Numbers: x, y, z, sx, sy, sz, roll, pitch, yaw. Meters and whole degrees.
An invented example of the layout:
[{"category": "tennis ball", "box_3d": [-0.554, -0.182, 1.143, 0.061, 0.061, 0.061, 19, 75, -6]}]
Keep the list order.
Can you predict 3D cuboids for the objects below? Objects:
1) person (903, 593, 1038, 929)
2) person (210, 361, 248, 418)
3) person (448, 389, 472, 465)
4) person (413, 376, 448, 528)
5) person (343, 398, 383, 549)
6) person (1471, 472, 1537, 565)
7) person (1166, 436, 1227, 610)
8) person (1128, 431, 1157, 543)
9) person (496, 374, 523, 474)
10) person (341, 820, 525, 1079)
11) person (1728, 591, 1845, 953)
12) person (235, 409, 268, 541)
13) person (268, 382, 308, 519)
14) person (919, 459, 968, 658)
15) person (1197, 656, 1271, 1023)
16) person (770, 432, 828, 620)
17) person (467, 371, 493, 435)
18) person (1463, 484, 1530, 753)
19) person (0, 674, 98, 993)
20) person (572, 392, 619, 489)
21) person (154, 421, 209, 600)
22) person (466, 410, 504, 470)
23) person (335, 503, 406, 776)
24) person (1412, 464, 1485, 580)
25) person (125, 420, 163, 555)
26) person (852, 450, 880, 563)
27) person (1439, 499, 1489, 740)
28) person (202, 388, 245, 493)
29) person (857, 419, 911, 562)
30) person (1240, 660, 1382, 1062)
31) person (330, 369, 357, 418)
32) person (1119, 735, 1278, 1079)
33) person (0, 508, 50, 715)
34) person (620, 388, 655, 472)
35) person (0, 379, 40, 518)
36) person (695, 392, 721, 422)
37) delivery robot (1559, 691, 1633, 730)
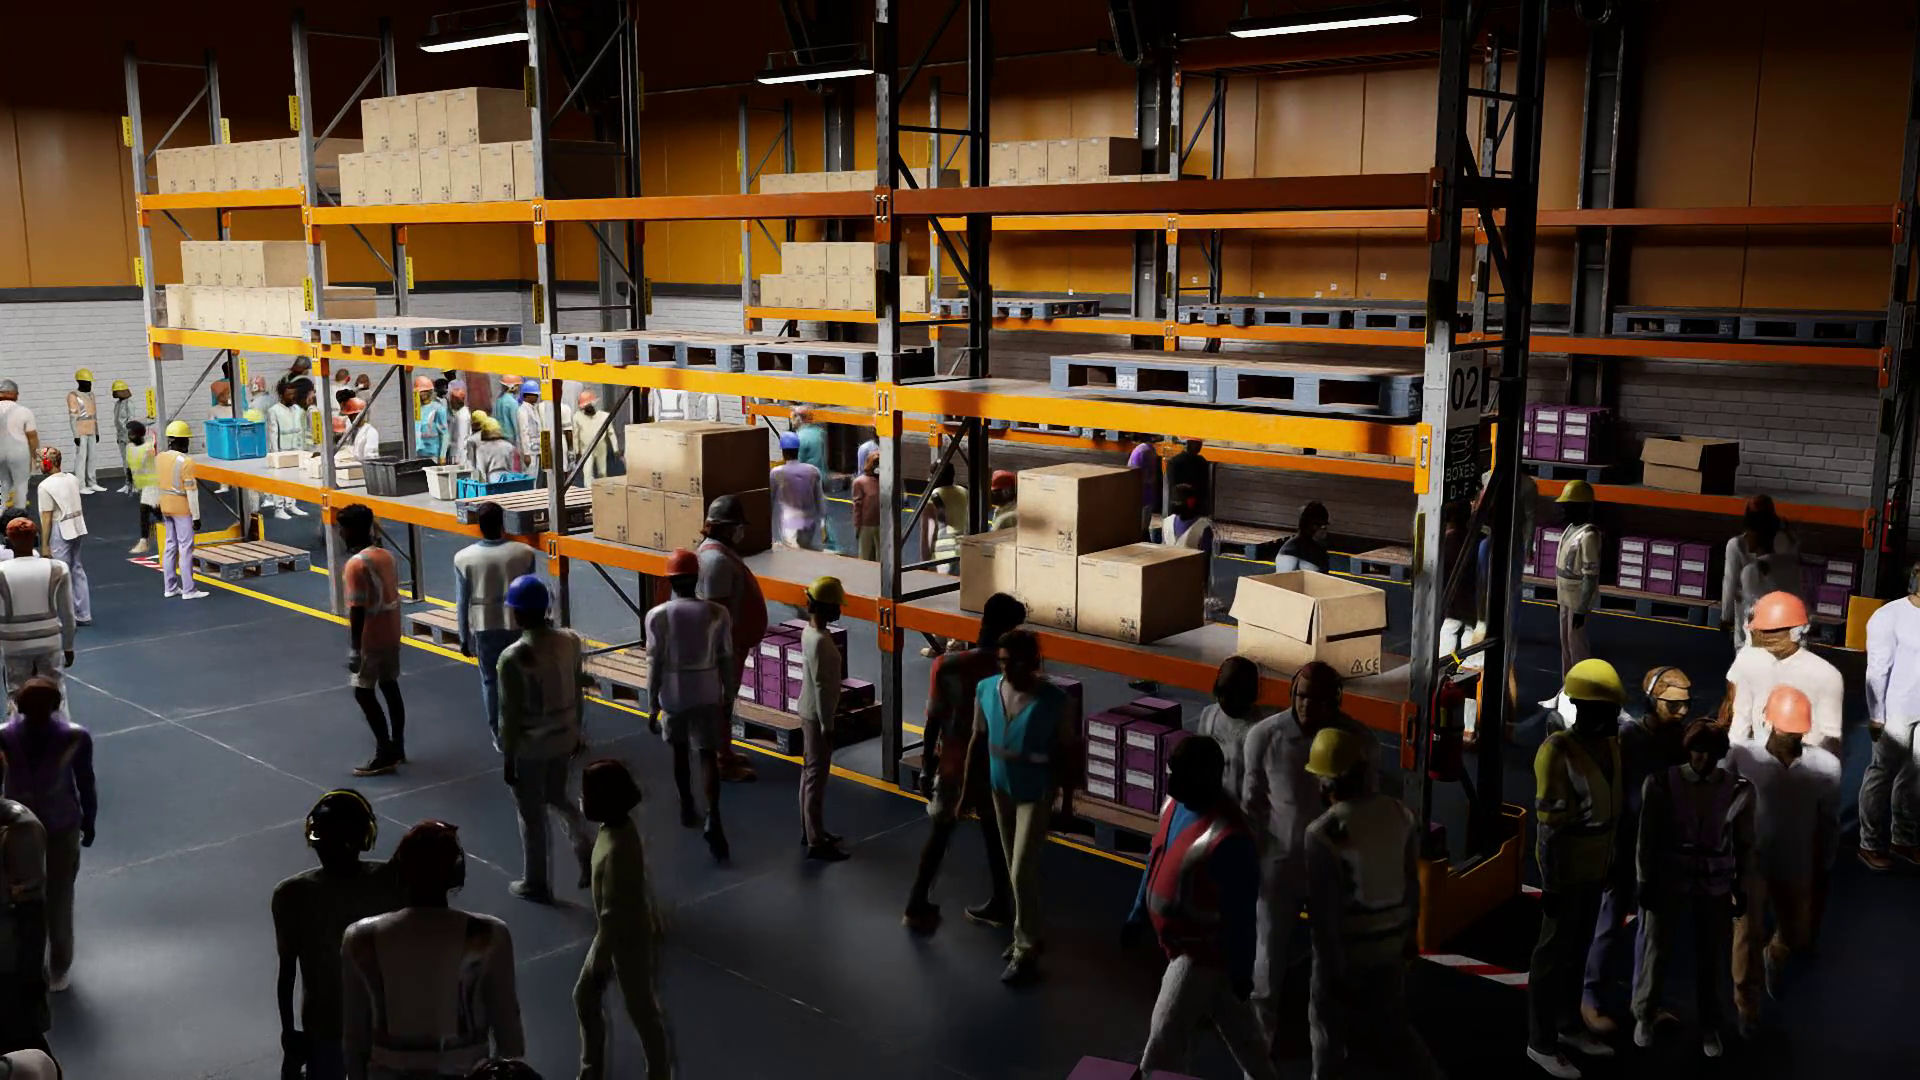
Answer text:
[{"category": "person", "box_3d": [0.052, 1.232, 9.110, 0.730, 1.916, 0.425, -2, 10, -10]}, {"category": "person", "box_3d": [-11.852, -1.948, 27.052, 0.596, 1.918, 0.380, 1, 10, 8]}, {"category": "person", "box_3d": [-6.889, -1.186, 22.998, 0.373, 1.833, 0.706, -3, 11, -19]}, {"category": "person", "box_3d": [-7.166, -1.180, 22.358, 0.616, 2.041, 0.379, 5, 11, 28]}, {"category": "person", "box_3d": [-7.372, -0.794, 20.507, 0.552, 1.931, 0.386, 9, 14, 43]}, {"category": "person", "box_3d": [5.110, 0.052, 15.794, 0.655, 1.909, 0.584, 3, 11, 19]}, {"category": "person", "box_3d": [2.406, -0.228, 17.206, 0.630, 1.991, 0.589, -8, 13, -39]}, {"category": "person", "box_3d": [1.990, -0.447, 18.502, 0.349, 1.942, 0.545, 4, 11, 21]}, {"category": "person", "box_3d": [-6.397, -1.403, 23.756, 0.382, 1.995, 0.612, -9, 13, -40]}, {"category": "person", "box_3d": [-1.775, 1.867, 5.629, 0.618, 1.866, 0.396, -1, 10, -6]}, {"category": "person", "box_3d": [4.399, 1.239, 8.918, 0.528, 1.968, 0.620, -5, 11, -28]}, {"category": "person", "box_3d": [-9.151, -0.849, 21.420, 0.585, 1.709, 0.518, 3, 11, 17]}, {"category": "person", "box_3d": [-9.374, -1.241, 23.115, 0.405, 1.905, 0.607, 2, 10, 13]}, {"category": "person", "box_3d": [-0.155, 0.171, 15.291, 0.430, 1.844, 0.623, 10, 14, 44]}, {"category": "person", "box_3d": [1.339, 1.427, 8.331, 0.864, 1.797, 0.608, -6, 12, -32]}, {"category": "person", "box_3d": [-1.684, -0.153, 17.011, 0.628, 1.895, 1.025, -5, 11, -28]}, {"category": "person", "box_3d": [-8.766, -2.489, 30.299, 0.465, 1.882, 0.714, -8, 13, -39]}, {"category": "person", "box_3d": [3.982, 0.576, 12.428, 0.390, 2.040, 0.615, 9, 13, 41]}, {"category": "person", "box_3d": [-4.731, 1.463, 8.602, 0.516, 1.616, 0.635, -3, 11, -18]}, {"category": "person", "box_3d": [-5.265, -1.297, 24.000, 0.637, 1.712, 0.785, -3, 10, -14]}, {"category": "person", "box_3d": [-8.365, -0.320, 17.865, 0.584, 1.918, 0.409, 5, 11, 28]}, {"category": "person", "box_3d": [-6.016, -0.805, 21.228, 0.516, 1.687, 0.924, -8, 13, -39]}, {"category": "person", "box_3d": [-4.236, 0.711, 11.936, 0.416, 1.955, 0.688, 0, 10, 2]}, {"category": "person", "box_3d": [4.006, 0.314, 13.915, 0.729, 2.000, 0.709, -3, 11, -17]}, {"category": "person", "box_3d": [-10.096, -0.683, 20.713, 0.528, 1.652, 0.845, 5, 11, 26]}, {"category": "person", "box_3d": [-0.902, -0.141, 17.642, 0.497, 1.633, 0.287, -5, 11, -28]}, {"category": "person", "box_3d": [3.727, 0.602, 12.577, 0.627, 1.940, 0.376, -4, 11, -19]}, {"category": "person", "box_3d": [-11.264, -1.521, 25.488, 0.649, 1.625, 0.346, -4, 11, -22]}, {"category": "person", "box_3d": [-0.847, -0.479, 18.783, 0.635, 1.903, 0.546, 9, 13, 41]}, {"category": "person", "box_3d": [1.617, 1.484, 7.692, 0.644, 1.904, 0.399, 1, 10, 5]}, {"category": "person", "box_3d": [-10.012, -1.874, 27.007, 0.572, 1.780, 0.951, 3, 11, 17]}, {"category": "person", "box_3d": [0.983, 1.675, 6.966, 1.005, 1.791, 0.618, -2, 10, -12]}, {"category": "person", "box_3d": [-7.527, 0.585, 13.354, 0.537, 1.697, 0.317, 3, 11, 18]}, {"category": "person", "box_3d": [-5.107, -1.958, 27.171, 0.825, 1.906, 0.638, -3, 10, -14]}, {"category": "person", "box_3d": [-12.651, -1.153, 22.211, 0.720, 2.000, 0.541, -1, 10, -5]}, {"category": "person", "box_3d": [-3.807, -1.590, 25.002, 0.418, 1.933, 0.614, -5, 11, -25]}, {"category": "delivery robot", "box_3d": [4.686, 1.300, 12.273, 0.477, 0.478, 0.707, 0, 10, 2]}]
